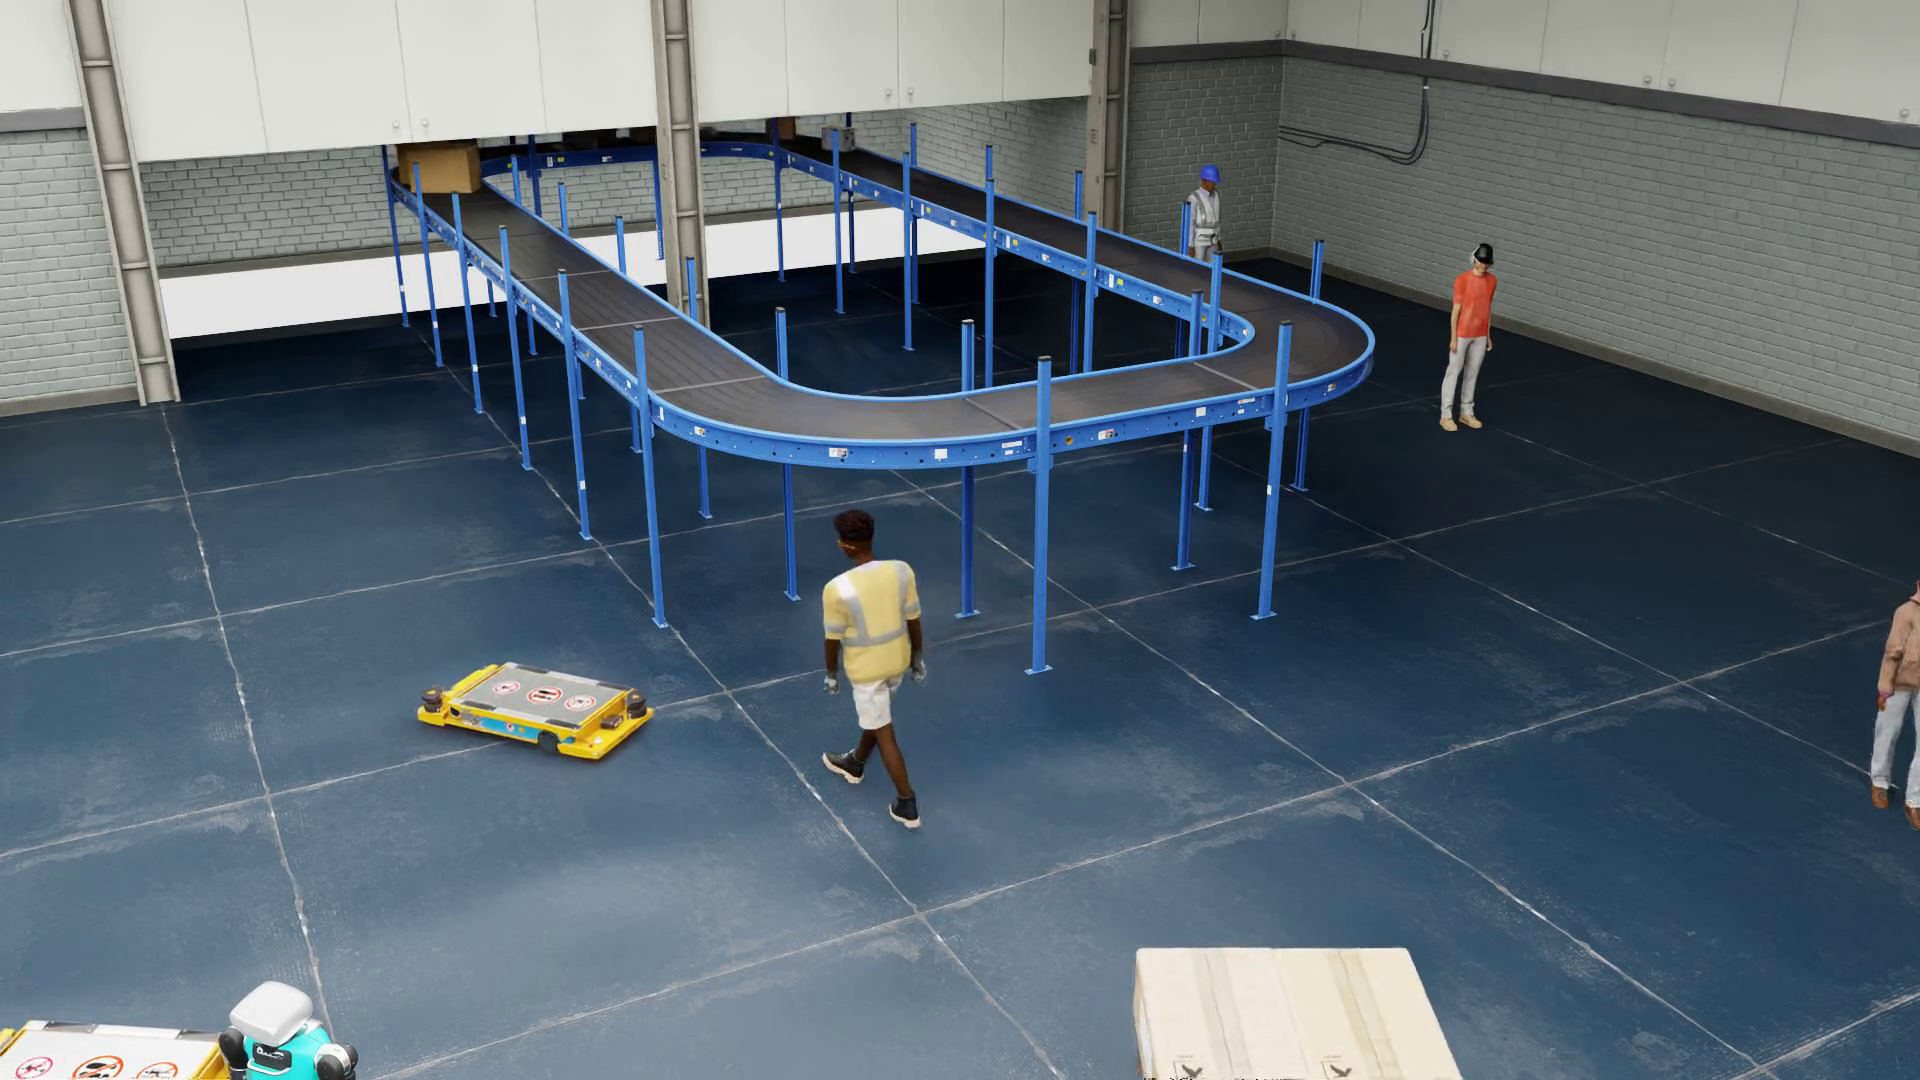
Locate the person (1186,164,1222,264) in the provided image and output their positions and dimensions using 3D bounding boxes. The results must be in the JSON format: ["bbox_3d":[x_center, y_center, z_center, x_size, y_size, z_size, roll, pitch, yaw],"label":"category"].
[{"bbox_3d":[3.089,-3.773,20.986,0.608,1.936,0.417,-19,29,-39],"label":"person"}]

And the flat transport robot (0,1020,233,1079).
[{"bbox_3d":[-4.020,2.525,7.633,1.431,0.231,0.659,2,22,5],"label":"flat transport robot"}]

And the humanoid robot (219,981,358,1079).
[{"bbox_3d":[-2.412,2.411,5.779,0.533,1.677,0.735,8,23,19],"label":"humanoid robot"}]

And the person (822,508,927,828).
[{"bbox_3d":[-0.523,0.727,9.895,0.621,1.910,0.980,-18,28,-37],"label":"person"}]

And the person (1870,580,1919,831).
[{"bbox_3d":[5.636,0.917,9.786,0.460,1.631,0.635,6,23,14],"label":"person"}]

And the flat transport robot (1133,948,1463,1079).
[{"bbox_3d":[1.416,2.633,7.366,0.659,0.231,1.431,0,22,0],"label":"flat transport robot"}]

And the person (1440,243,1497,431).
[{"bbox_3d":[5.159,-2.039,16.736,0.476,1.907,0.412,-7,23,-17],"label":"person"}]

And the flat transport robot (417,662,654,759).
[{"bbox_3d":[-2.836,1.121,11.105,1.431,0.231,0.659,9,24,21],"label":"flat transport robot"}]
